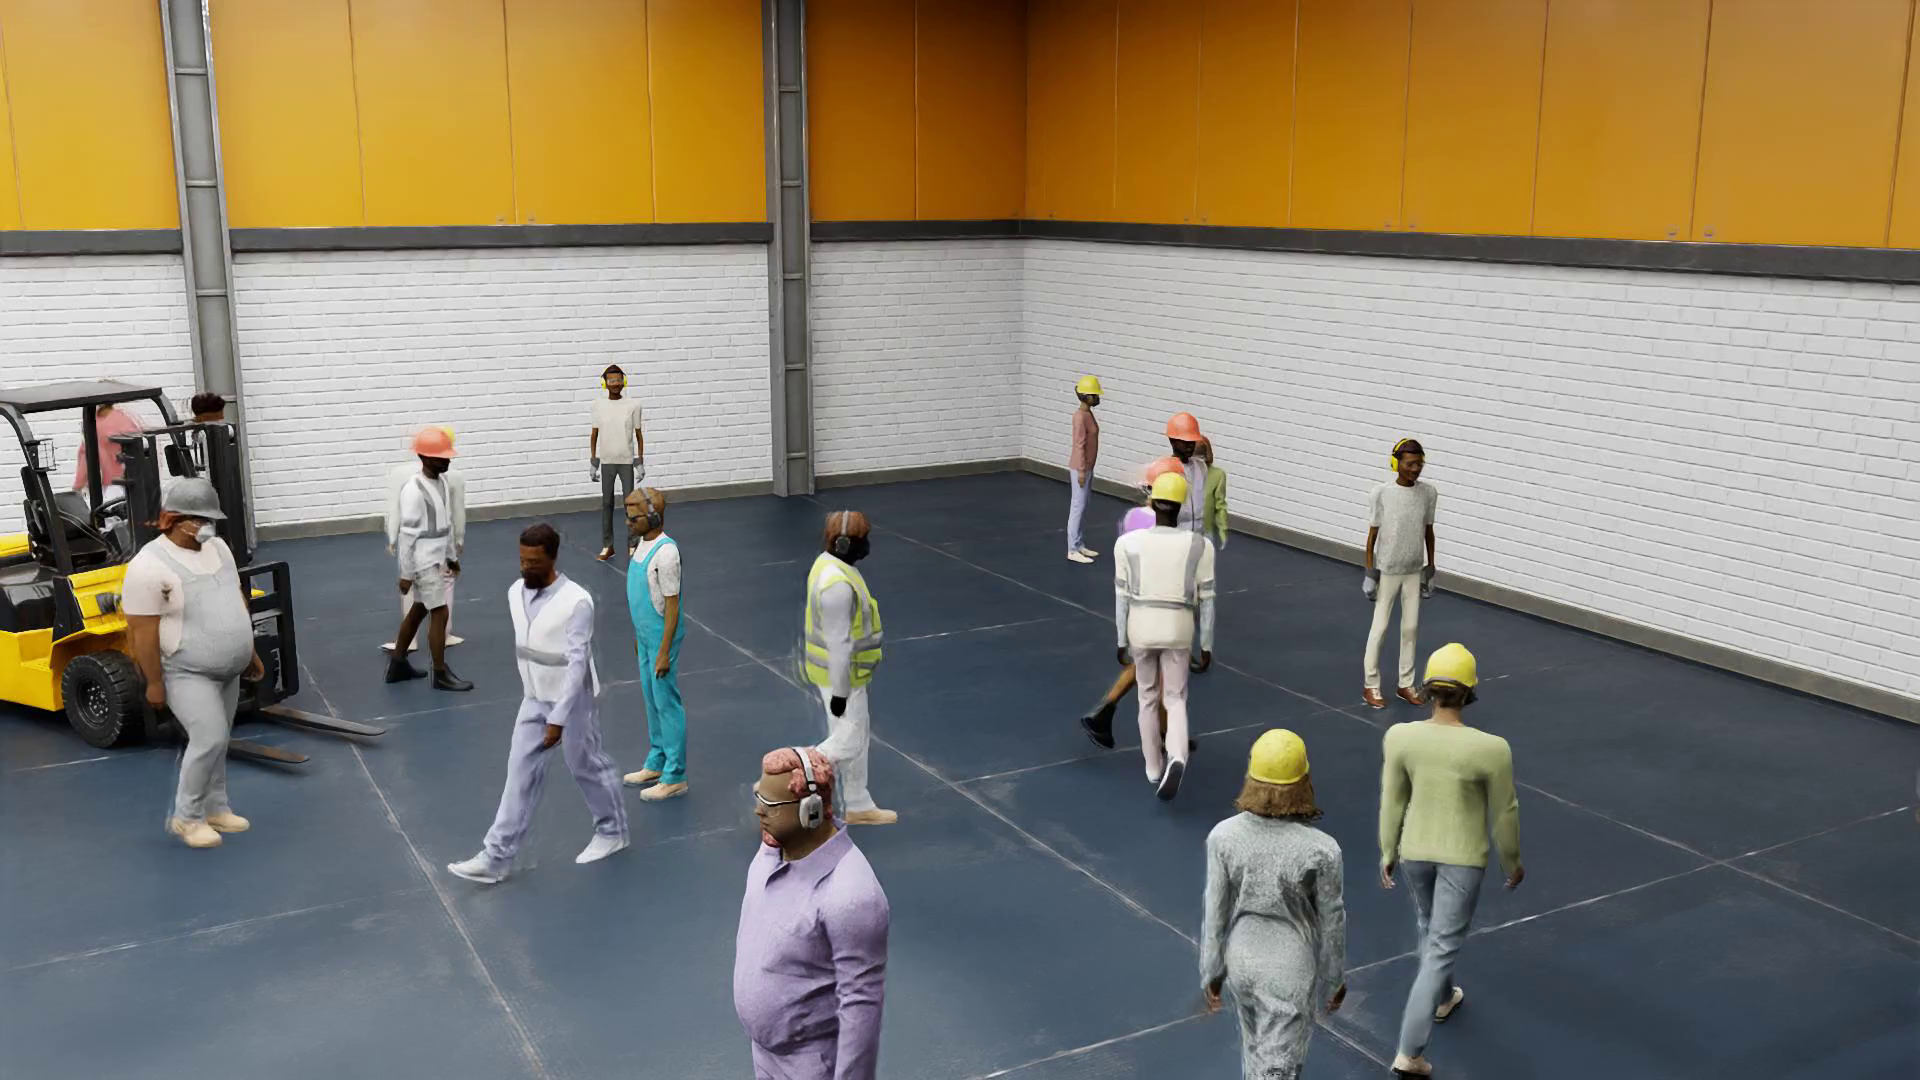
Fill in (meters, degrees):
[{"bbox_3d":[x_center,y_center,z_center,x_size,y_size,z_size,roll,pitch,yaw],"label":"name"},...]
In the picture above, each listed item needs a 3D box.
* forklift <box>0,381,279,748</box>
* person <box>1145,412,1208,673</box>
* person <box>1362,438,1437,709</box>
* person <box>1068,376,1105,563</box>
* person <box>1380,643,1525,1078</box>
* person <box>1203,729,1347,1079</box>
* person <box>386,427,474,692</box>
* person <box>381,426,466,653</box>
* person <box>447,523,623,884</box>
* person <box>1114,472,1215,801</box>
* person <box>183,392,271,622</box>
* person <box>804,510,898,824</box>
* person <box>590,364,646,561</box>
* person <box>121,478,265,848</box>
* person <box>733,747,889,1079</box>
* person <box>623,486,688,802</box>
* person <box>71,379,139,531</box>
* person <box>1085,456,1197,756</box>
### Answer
[{"bbox_3d":[-5.853,0.085,11.199,2.313,2.155,1.214,7,14,28],"label":"forklift"},{"bbox_3d":[1.590,0.037,12.029,0.551,1.936,0.356,-9,15,-35],"label":"person"},{"bbox_3d":[2.989,0.228,11.322,0.512,1.860,0.312,-2,12,-10],"label":"person"},{"bbox_3d":[1.199,-0.673,15.768,0.326,1.767,0.533,3,12,13],"label":"person"},{"bbox_3d":[1.958,1.273,6.744,0.534,1.725,0.894,10,16,39],"label":"person"},{"bbox_3d":[1.053,1.494,5.744,0.478,1.707,0.858,9,15,35],"label":"person"},{"bbox_3d":[-3.813,0.138,11.699,0.705,1.900,0.563,1,12,2],"label":"person"},{"bbox_3d":[-4.138,-0.004,12.740,0.707,1.718,0.369,-4,13,-17],"label":"person"},{"bbox_3d":[-2.133,0.837,8.482,0.607,1.864,1.016,8,15,34],"label":"person"},{"bbox_3d":[1.180,0.568,9.676,0.590,1.896,0.752,2,12,7],"label":"person"},{"bbox_3d":[-6.008,-0.207,13.197,0.839,1.933,0.627,-8,14,-32],"label":"person"},{"bbox_3d":[-0.717,0.731,9.080,0.682,1.823,0.631,-2,12,-7],"label":"person"},{"bbox_3d":[-3.252,-0.729,15.765,0.531,1.876,0.317,0,12,-1],"label":"person"},{"bbox_3d":[-4.082,0.638,8.973,0.539,2.000,0.684,3,12,12],"label":"person"},{"bbox_3d":[-0.482,1.542,5.050,0.409,1.907,0.651,-8,14,-32],"label":"person"},{"bbox_3d":[-1.775,0.593,9.653,0.346,1.843,0.507,-6,14,-28],"label":"person"},{"bbox_3d":[-7.395,-0.479,14.619,0.624,1.891,1.078,9,15,35],"label":"person"},{"bbox_3d":[1.158,0.430,10.238,0.665,1.919,0.568,-6,14,-27],"label":"person"}]
